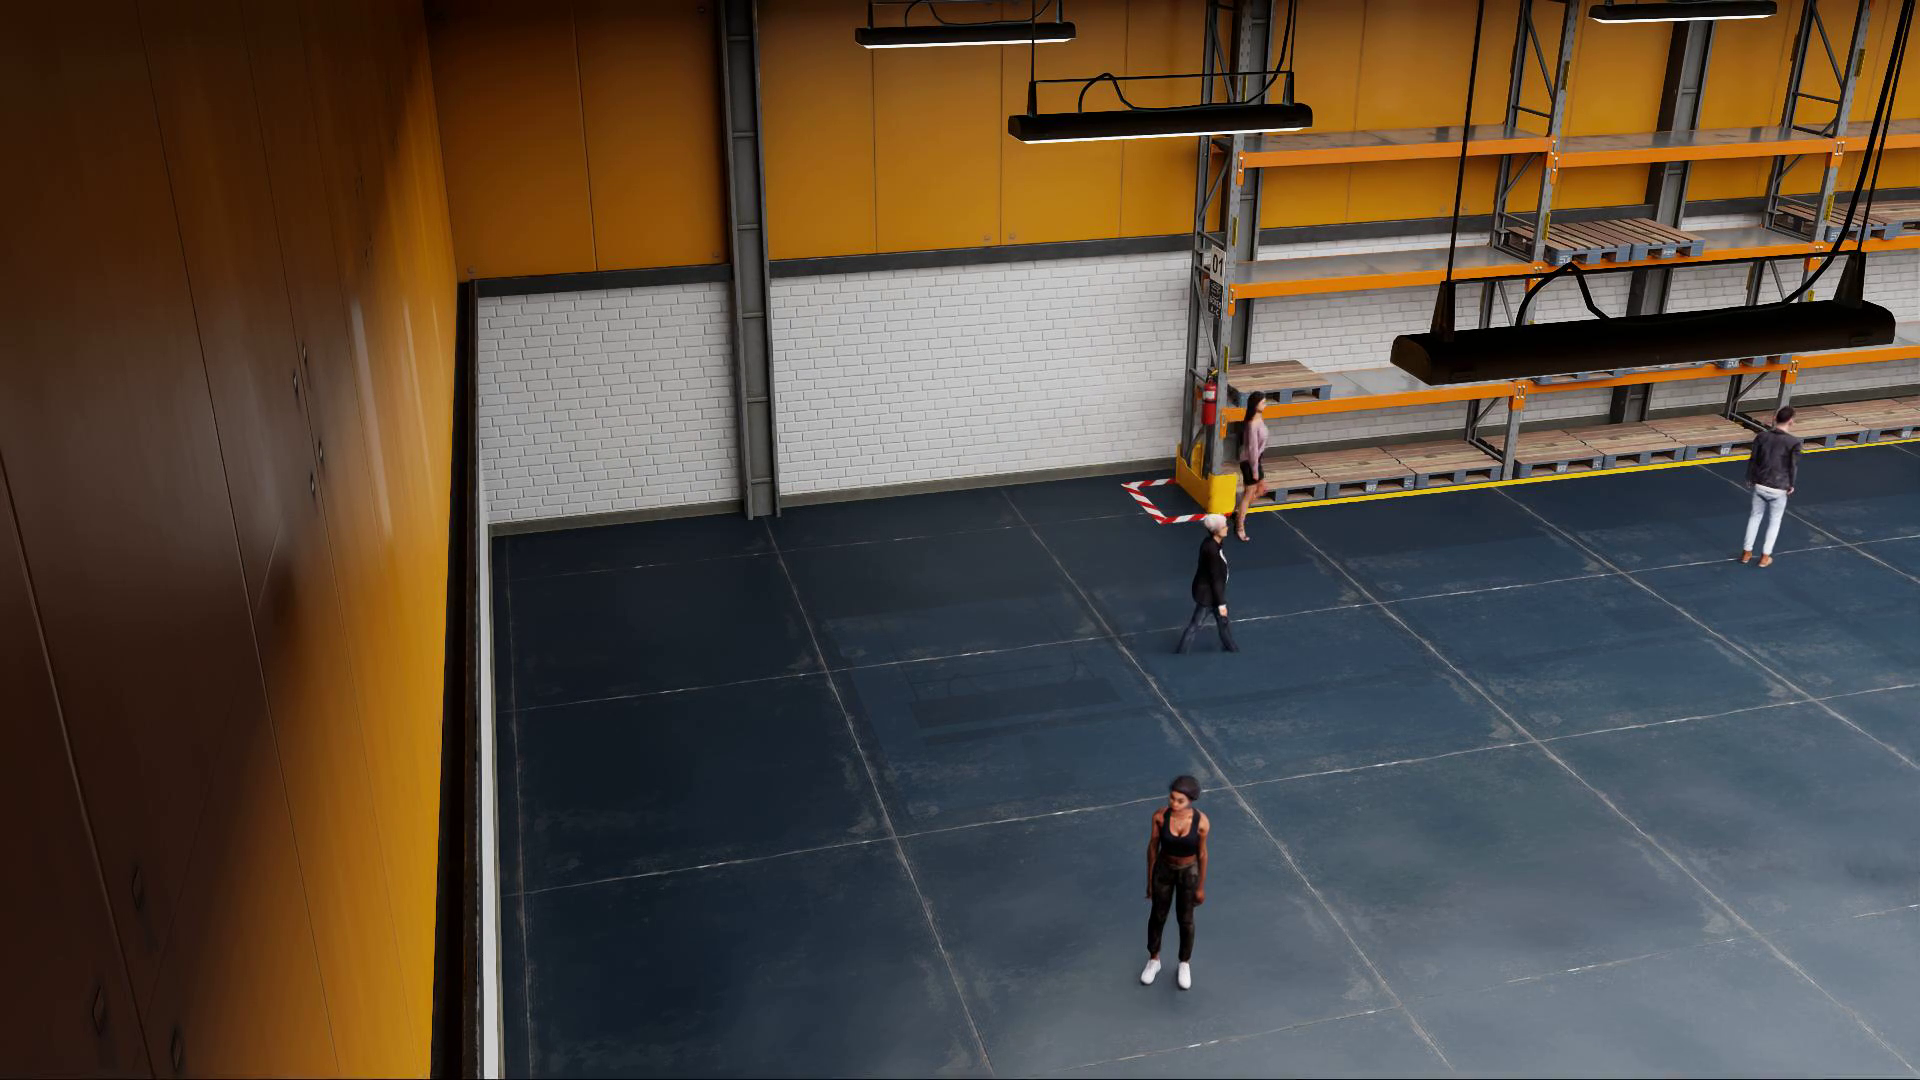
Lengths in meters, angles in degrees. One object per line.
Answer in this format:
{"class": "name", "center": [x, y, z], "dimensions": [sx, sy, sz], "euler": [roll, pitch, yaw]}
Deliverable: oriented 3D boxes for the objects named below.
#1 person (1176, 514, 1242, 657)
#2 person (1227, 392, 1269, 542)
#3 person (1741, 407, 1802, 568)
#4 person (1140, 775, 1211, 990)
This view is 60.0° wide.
{"class": "person", "center": [2.408, 0.572, 16.518], "dimensions": [1.189, 1.753, 1.090], "euler": [6, 24, 13]}
{"class": "person", "center": [3.234, -0.839, 19.026], "dimensions": [0.825, 1.802, 0.774], "euler": [9, 25, 21]}
{"class": "person", "center": [8.967, -0.574, 18.391], "dimensions": [0.752, 1.825, 0.765], "euler": [20, 30, 38]}
{"class": "person", "center": [1.537, 2.387, 11.773], "dimensions": [0.630, 1.701, 0.727], "euler": [6, 24, 14]}
